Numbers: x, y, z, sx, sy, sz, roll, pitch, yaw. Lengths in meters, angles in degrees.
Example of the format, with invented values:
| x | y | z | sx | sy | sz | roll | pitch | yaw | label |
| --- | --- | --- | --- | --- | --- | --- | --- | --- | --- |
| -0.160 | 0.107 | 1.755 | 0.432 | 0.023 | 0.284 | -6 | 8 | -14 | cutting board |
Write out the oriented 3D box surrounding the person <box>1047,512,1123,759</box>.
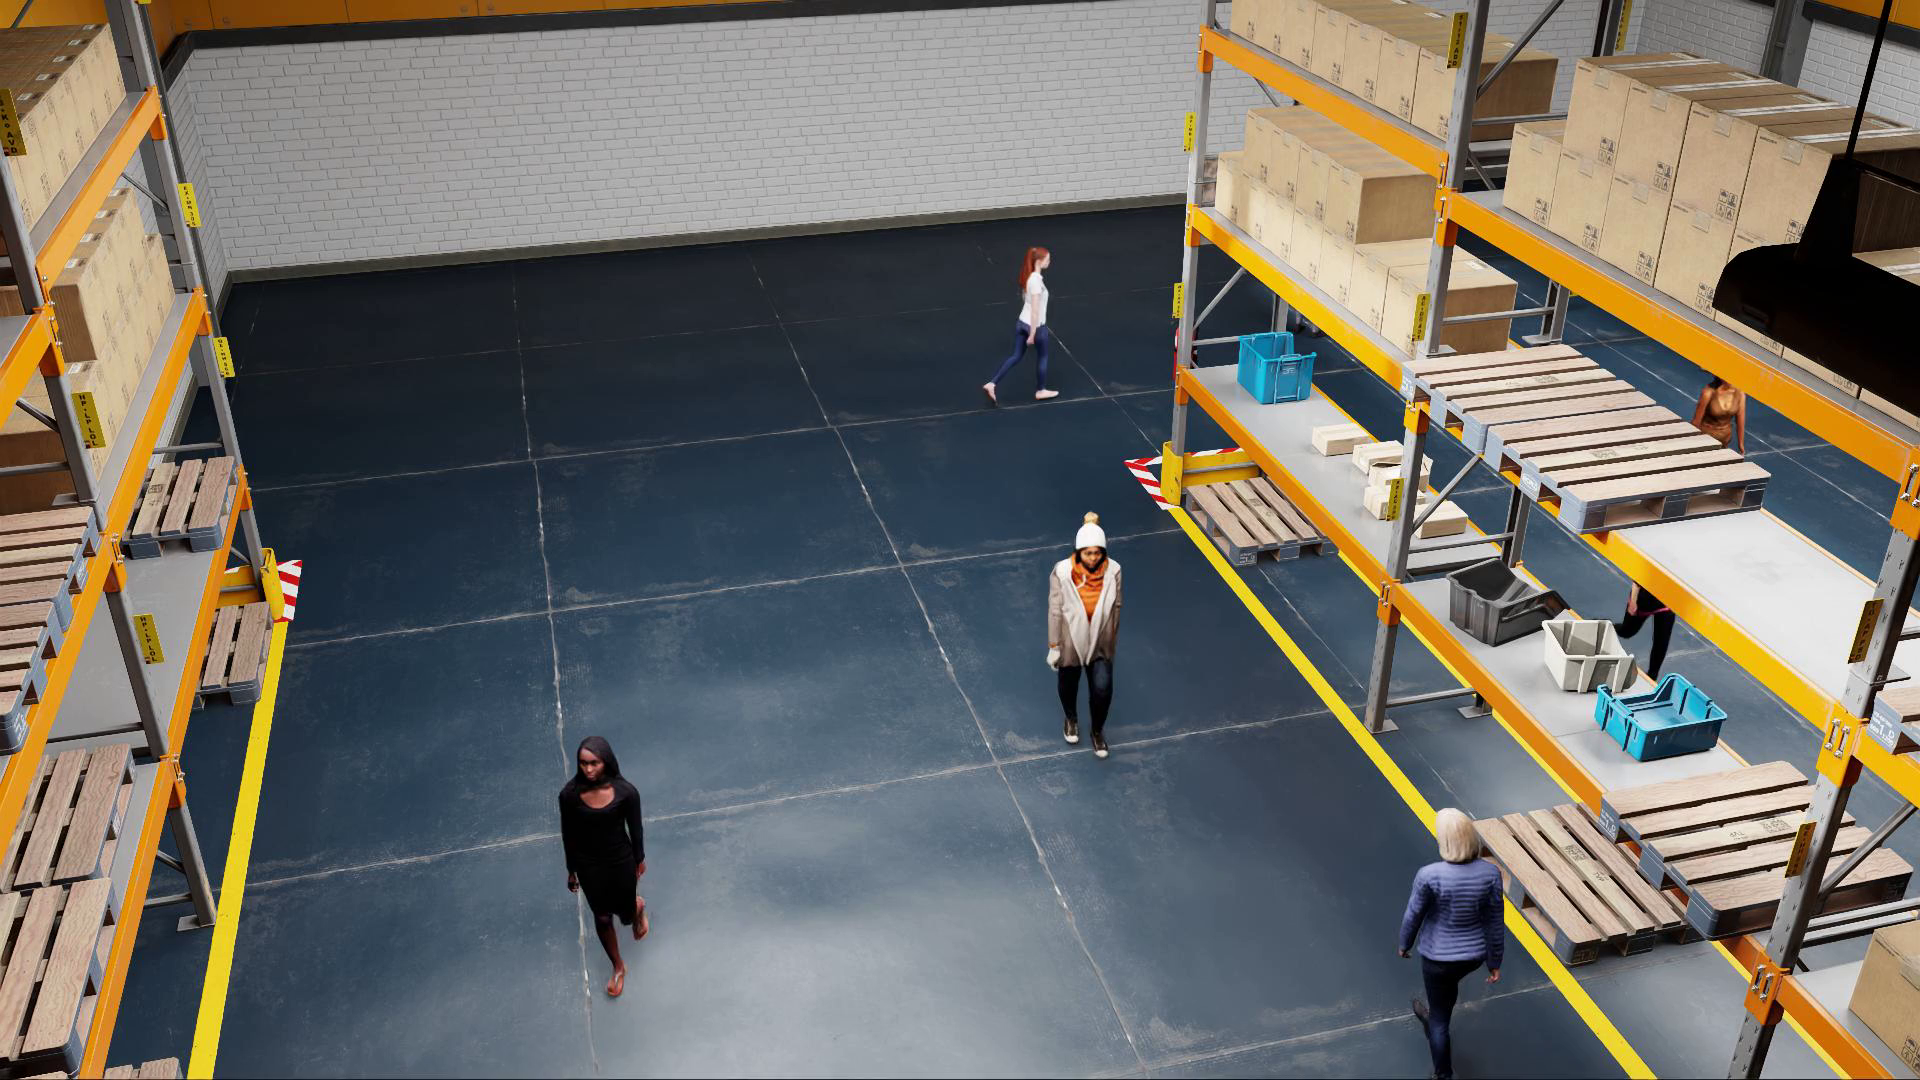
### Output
| x | y | z | sx | sy | sz | roll | pitch | yaw | label |
| --- | --- | --- | --- | --- | --- | --- | --- | --- | --- |
| 0.864 | 0.613 | 11.833 | 0.778 | 1.869 | 0.826 | -1 | 29 | -1 | person |

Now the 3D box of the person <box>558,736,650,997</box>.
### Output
| x | y | z | sx | sy | sz | roll | pitch | yaw | label |
| --- | --- | --- | --- | --- | --- | --- | --- | --- | --- |
| -2.057 | 1.850 | 9.734 | 0.736 | 1.709 | 0.874 | 0 | 29 | 0 | person |

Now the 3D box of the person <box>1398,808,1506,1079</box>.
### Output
| x | y | z | sx | sy | sz | roll | pitch | yaw | label |
| --- | --- | --- | --- | --- | --- | --- | --- | --- | --- |
| 2.690 | 2.281 | 8.954 | 0.751 | 1.698 | 0.998 | 0 | 29 | -1 | person |

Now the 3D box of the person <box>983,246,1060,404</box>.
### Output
| x | y | z | sx | sy | sz | roll | pitch | yaw | label |
| --- | --- | --- | --- | --- | --- | --- | --- | --- | --- |
| 0.639 | -2.167 | 17.105 | 0.799 | 1.703 | 1.092 | -15 | 32 | -25 | person |
